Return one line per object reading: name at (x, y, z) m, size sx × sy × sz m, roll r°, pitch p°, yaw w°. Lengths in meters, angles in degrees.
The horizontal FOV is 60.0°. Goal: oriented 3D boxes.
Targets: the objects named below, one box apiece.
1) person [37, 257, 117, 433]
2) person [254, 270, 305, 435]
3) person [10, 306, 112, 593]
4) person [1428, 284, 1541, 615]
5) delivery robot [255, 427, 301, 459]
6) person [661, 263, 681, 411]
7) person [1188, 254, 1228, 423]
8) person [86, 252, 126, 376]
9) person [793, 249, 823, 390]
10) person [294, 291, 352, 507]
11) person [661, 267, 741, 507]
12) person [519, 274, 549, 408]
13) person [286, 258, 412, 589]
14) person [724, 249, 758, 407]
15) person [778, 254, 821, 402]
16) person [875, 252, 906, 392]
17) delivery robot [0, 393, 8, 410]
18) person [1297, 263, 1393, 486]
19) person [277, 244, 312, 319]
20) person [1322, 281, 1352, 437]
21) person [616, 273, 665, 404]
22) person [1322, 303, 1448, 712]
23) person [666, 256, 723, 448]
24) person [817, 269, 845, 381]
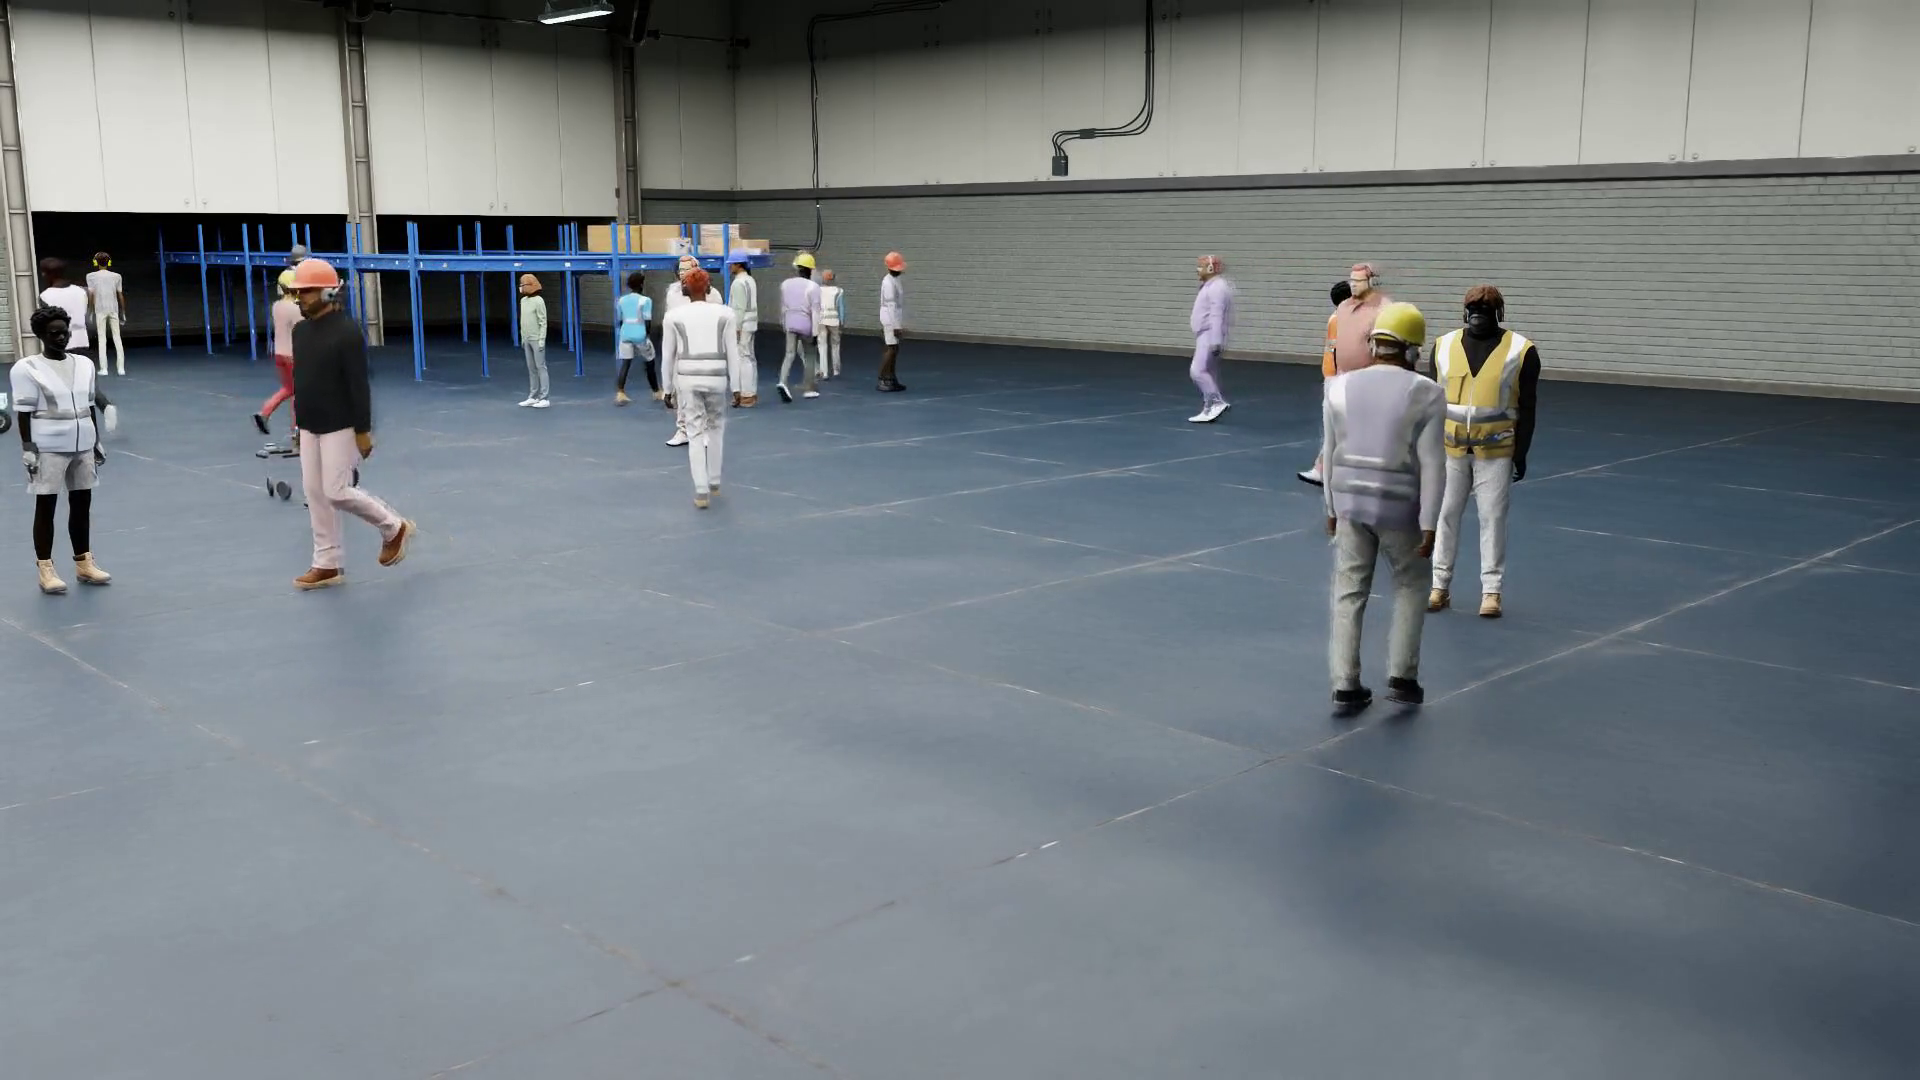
person at (-9.213, -1.985, 17.268) m, size 0.739 × 1.890 × 0.617 m, roll 4°, pitch 11°, yaw 20°
person at (-6.952, -1.896, 17.134) m, size 0.543 × 1.748 × 0.539 m, roll 8°, pitch 13°, yaw 36°
person at (-5.379, -0.551, 9.968) m, size 0.317 × 1.695 × 0.540 m, roll 5°, pitch 12°, yaw 26°
person at (2.888, -0.505, 9.326) m, size 0.625 × 1.844 × 0.429 m, roll 5°, pitch 12°, yaw 27°
delivery robot at (-5.427, -0.820, 13.707) m, size 0.698 × 0.223 × 0.335 m, roll -9°, pitch 14°, yaw -39°
person at (-3.241, -2.386, 19.559) m, size 0.536 × 1.850 × 0.407 m, roll 10°, pitch 14°, yaw 43°
person at (2.767, -2.254, 18.712) m, size 0.428 × 1.892 × 0.676 m, roll 0°, pitch 10°, yaw 0°
person at (-12.958, -3.434, 25.252) m, size 0.514 × 1.865 × 0.312 m, roll -8°, pitch 13°, yaw -38°
person at (-2.140, -3.010, 22.753) m, size 0.450 × 1.922 × 0.658 m, roll -4°, pitch 11°, yaw -23°
person at (-5.008, -1.140, 13.024) m, size 0.335 × 1.757 × 0.517 m, roll 1°, pitch 10°, yaw 6°
person at (-2.068, -1.226, 13.227) m, size 0.600 × 1.849 × 0.836 m, roll -3°, pitch 11°, yaw -14°
person at (-5.270, -2.456, 20.535) m, size 0.286 × 1.631 × 0.501 m, roll -10°, pitch 14°, yaw -43°
person at (-3.772, -0.713, 10.093) m, size 0.619 × 1.976 × 0.643 m, roll 8°, pitch 13°, yaw 36°
person at (-2.708, -2.631, 20.636) m, size 0.409 × 1.943 × 0.614 m, roll 1°, pitch 10°, yaw 6°
person at (-2.096, -2.735, 21.396) m, size 0.591 × 1.886 × 0.923 m, roll 4°, pitch 11°, yaw 19°
person at (-0.930, -2.938, 22.506) m, size 0.395 × 1.883 × 0.661 m, roll 0°, pitch 10°, yaw 3°
delivery robot at (-10.654, -1.458, 17.891) m, size 0.707 × 0.478 × 0.477 m, roll -6°, pitch 12°, yaw -30°
person at (3.258, -1.351, 13.850) m, size 0.881 × 1.869 × 0.672 m, roll -7°, pitch 13°, yaw -35°
person at (-8.806, -2.958, 22.273) m, size 0.733 × 2.000 × 0.702 m, roll 6°, pitch 12°, yaw 30°
person at (3.485, -1.521, 15.264) m, size 0.319 × 1.696 × 0.532 m, roll 3°, pitch 11°, yaw 16°
person at (-4.092, -2.555, 21.044) m, size 0.538 × 1.641 × 0.888 m, roll 4°, pitch 11°, yaw 22°
person at (1.890, -0.141, 7.407) m, size 0.607 × 1.808 × 0.570 m, roll 7°, pitch 13°, yaw 35°
person at (-2.697, -1.887, 16.684) m, size 0.649 × 1.907 × 0.409 m, roll 5°, pitch 11°, yaw 23°
person at (-1.954, -3.175, 24.540) m, size 0.518 × 1.606 × 0.801 m, roll -1°, pitch 10°, yaw -4°
